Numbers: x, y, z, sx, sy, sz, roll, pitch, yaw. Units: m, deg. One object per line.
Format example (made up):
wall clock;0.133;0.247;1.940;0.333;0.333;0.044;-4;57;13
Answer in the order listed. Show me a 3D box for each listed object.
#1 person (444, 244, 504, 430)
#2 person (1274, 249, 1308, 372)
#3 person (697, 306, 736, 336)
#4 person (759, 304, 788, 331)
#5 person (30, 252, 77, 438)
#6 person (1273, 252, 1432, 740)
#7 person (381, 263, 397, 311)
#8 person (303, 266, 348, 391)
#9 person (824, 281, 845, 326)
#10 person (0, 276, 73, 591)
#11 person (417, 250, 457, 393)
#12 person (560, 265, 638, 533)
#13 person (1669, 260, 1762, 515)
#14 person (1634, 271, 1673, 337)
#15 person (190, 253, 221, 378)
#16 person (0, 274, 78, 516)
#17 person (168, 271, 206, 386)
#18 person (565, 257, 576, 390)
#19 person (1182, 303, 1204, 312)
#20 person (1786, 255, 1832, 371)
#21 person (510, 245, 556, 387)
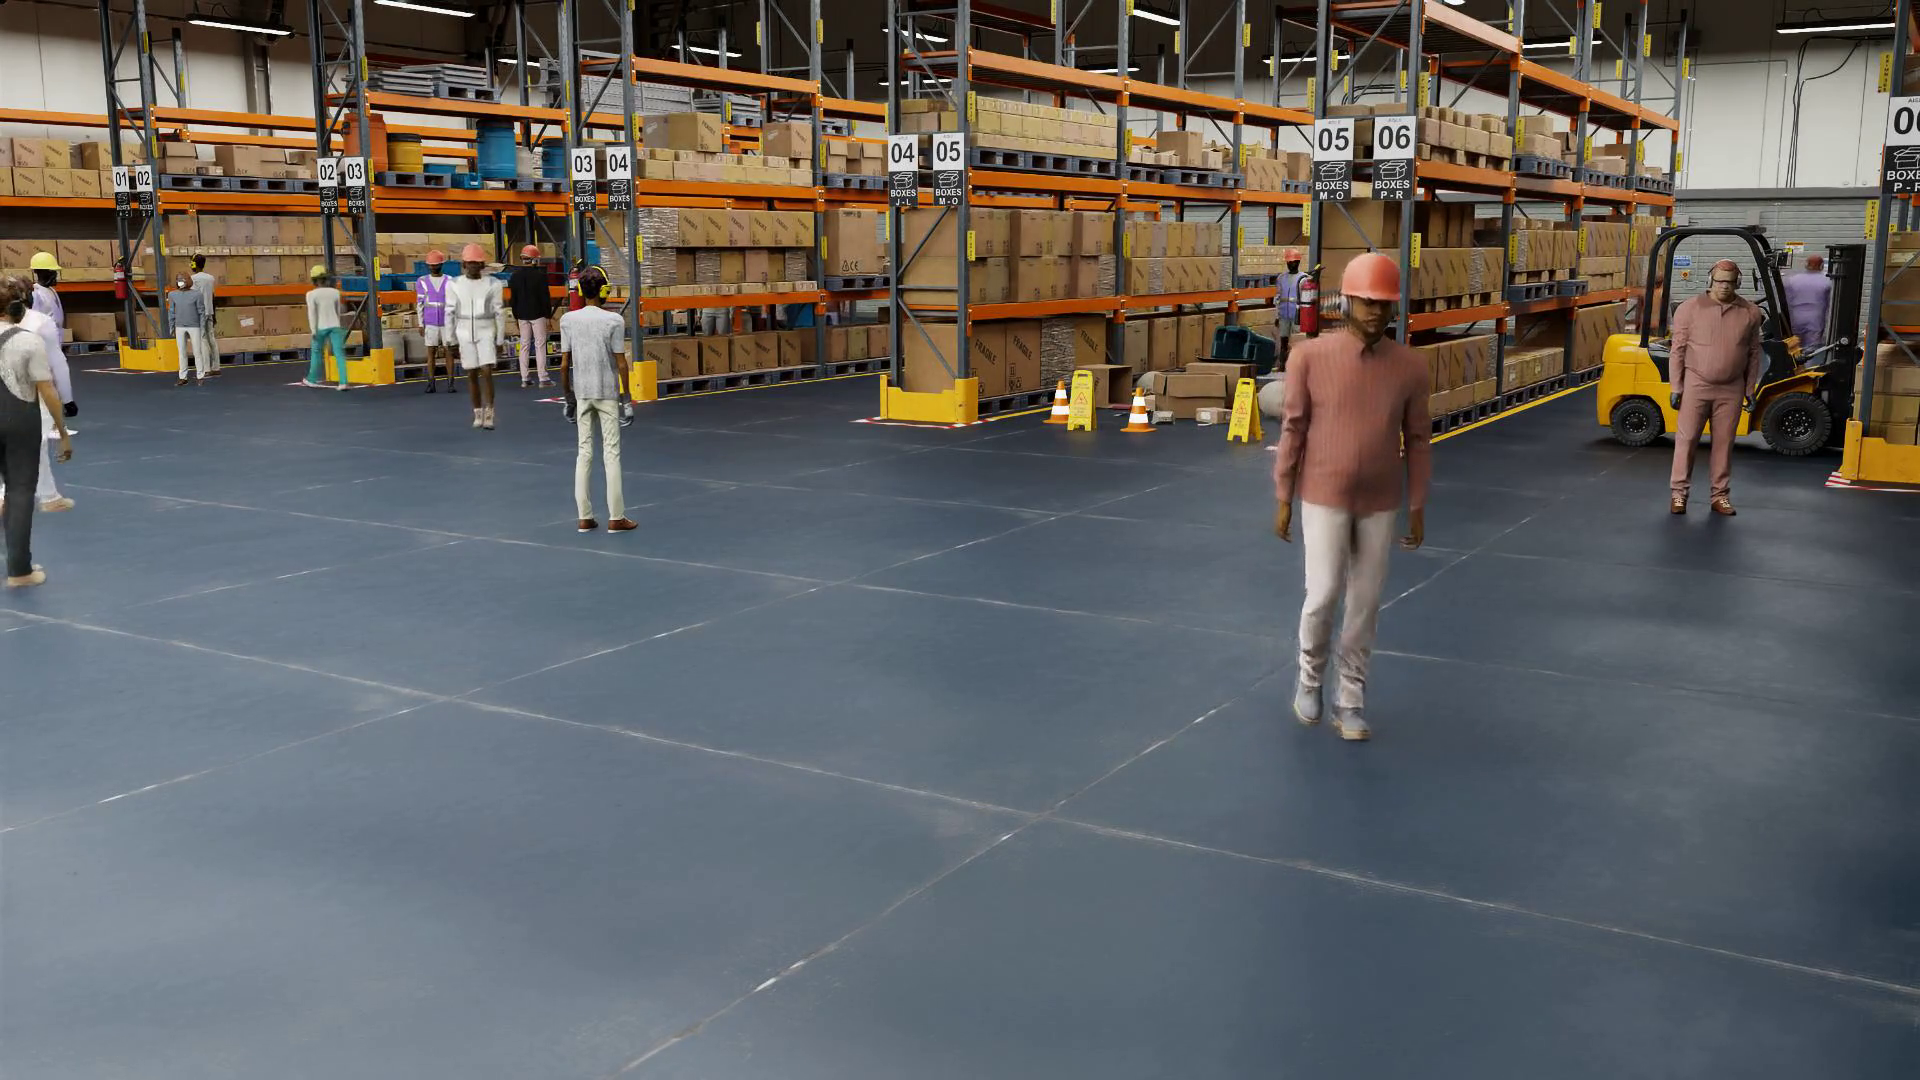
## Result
person;-5.274;-2.185;18.044;0.613;2.003;0.944;-1;10;-6
person;4.914;-3.333;24.643;0.542;1.939;0.368;7;12;35
person;-3.704;-3.436;25.266;0.623;1.932;0.371;1;10;4
person;-3.422;-4.418;30.707;0.611;1.945;0.725;6;12;29
person;-9.507;-2.027;17.358;0.380;1.928;0.586;-2;10;-9
person;1.599;-0.162;6.737;0.628;1.982;0.435;-1;10;-4
person;-11.076;-4.527;32.188;0.500;1.633;0.280;7;12;33
person;-8.770;-2.916;22.949;0.938;1.711;0.529;9;14;42
person;-2.192;-3.841;27.973;0.533;1.767;0.326;4;11;22
person;-5.515;-0.630;9.807;0.557;1.828;0.599;1;10;8
person;-7.053;-2.948;22.512;0.558;1.932;0.378;-3;10;-14
person;-2.533;-0.980;11.659;0.532;1.871;0.319;2;10;12
person;5.626;-1.129;12.412;0.639;1.902;0.407;1;10;8
person;10.370;-3.216;24.916;0.523;1.606;0.808;6;12;31
person;-11.441;-3.382;25.112;0.311;1.869;0.532;3;10;15
person;-6.862;-1.035;12.166;0.612;1.809;0.937;2;10;13
person;-11.002;-3.010;23.688;0.507;1.632;0.264;-1;10;-5
person;-5.258;-3.038;23.269;0.523;1.845;0.732;2;10;12
person;3.988;-3.893;28.713;0.608;1.612;0.330;-8;13;-38
person;11.888;-3.036;23.220;0.672;1.852;0.997;9;14;42
person;-6.015;-3.141;23.409;0.611;1.996;0.379;3;11;18
